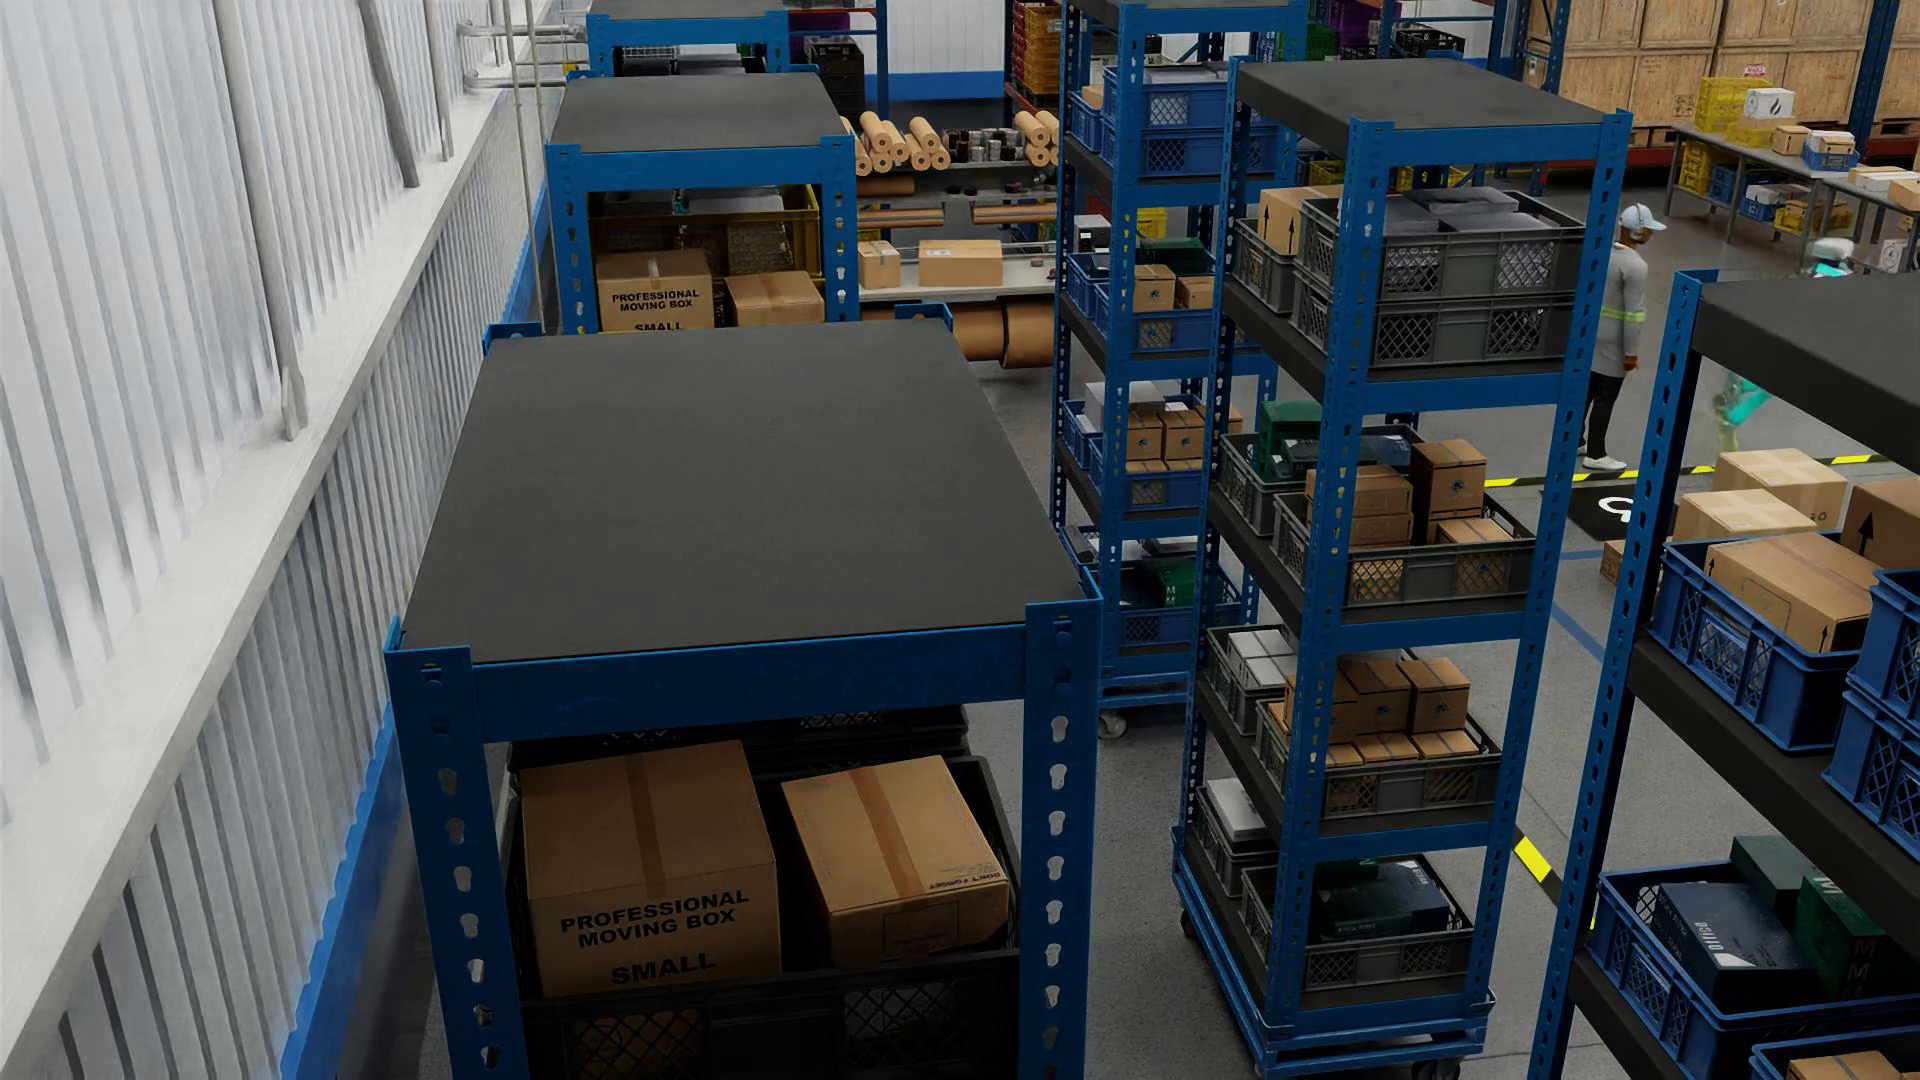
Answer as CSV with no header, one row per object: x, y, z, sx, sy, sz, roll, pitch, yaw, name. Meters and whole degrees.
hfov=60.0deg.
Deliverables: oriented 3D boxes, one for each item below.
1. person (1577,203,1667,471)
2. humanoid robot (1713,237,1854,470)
4.506,-1.396,11.439,0.390,1.849,0.597,-5,25,-10,person
5.371,-1.166,11.135,0.801,1.823,0.555,21,32,37,humanoid robot
